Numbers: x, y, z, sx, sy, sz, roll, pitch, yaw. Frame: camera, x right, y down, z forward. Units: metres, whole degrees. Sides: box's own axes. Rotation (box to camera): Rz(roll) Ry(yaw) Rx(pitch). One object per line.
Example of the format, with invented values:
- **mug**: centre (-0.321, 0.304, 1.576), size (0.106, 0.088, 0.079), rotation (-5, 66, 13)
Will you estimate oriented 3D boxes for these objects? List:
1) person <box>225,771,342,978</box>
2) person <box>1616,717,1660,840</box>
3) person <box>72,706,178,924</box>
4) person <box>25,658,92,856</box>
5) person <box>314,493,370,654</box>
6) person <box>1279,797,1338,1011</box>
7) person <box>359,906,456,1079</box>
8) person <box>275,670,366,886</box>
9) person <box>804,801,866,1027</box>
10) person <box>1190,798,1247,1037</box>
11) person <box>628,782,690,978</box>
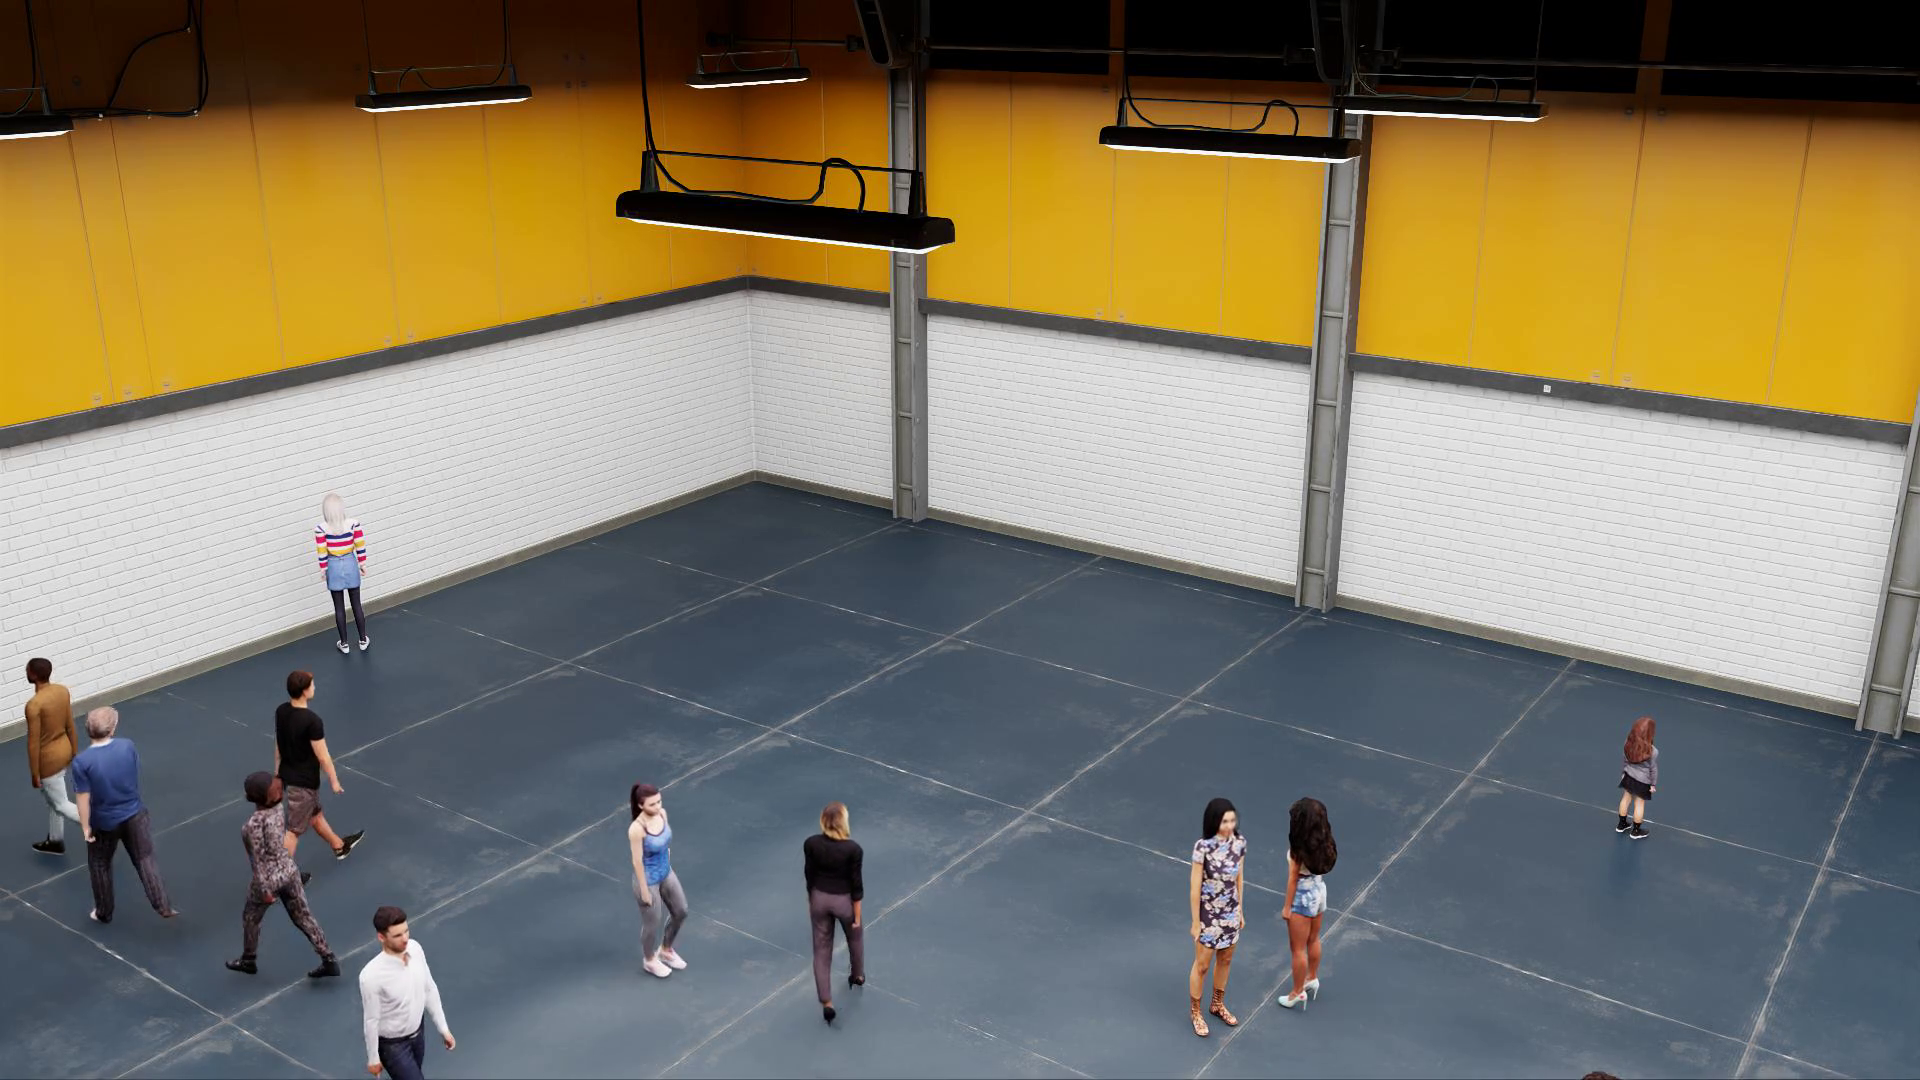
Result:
- **person**: centre (-4.905, 2.490, 12.112), size (1.206, 1.666, 0.902), rotation (3, 19, 10)
- **person**: centre (5.854, 2.029, 14.360), size (0.591, 1.106, 0.474), rotation (-12, 22, -32)
- **person**: centre (-6.434, 2.169, 12.817), size (1.033, 1.826, 0.761), rotation (13, 23, 34)
- **person**: centre (-7.463, 1.846, 13.828), size (1.192, 1.793, 0.983), rotation (2, 19, 7)
- **person**: centre (-6.778, 0.345, 18.259), size (0.720, 1.809, 0.695), rotation (-9, 21, -24)
- **person**: centre (2.470, 2.590, 11.889), size (0.564, 1.621, 0.552), rotation (14, 23, 35)
- **person**: centre (-3.504, 3.037, 10.208), size (0.967, 1.846, 0.743), rotation (7, 20, 20)
- **person**: centre (-5.408, 1.972, 13.419), size (1.064, 1.815, 0.733), rotation (13, 22, 33)
- **person**: centre (-0.907, 2.648, 11.668), size (0.897, 1.650, 0.880), rotation (2, 19, 7)
- **person**: centre (1.795, 2.615, 11.638), size (0.673, 1.734, 0.679), rotation (-9, 21, -25)
- **person**: centre (-2.309, 2.486, 12.235), size (0.618, 1.596, 0.612), rotation (9, 21, 25)
